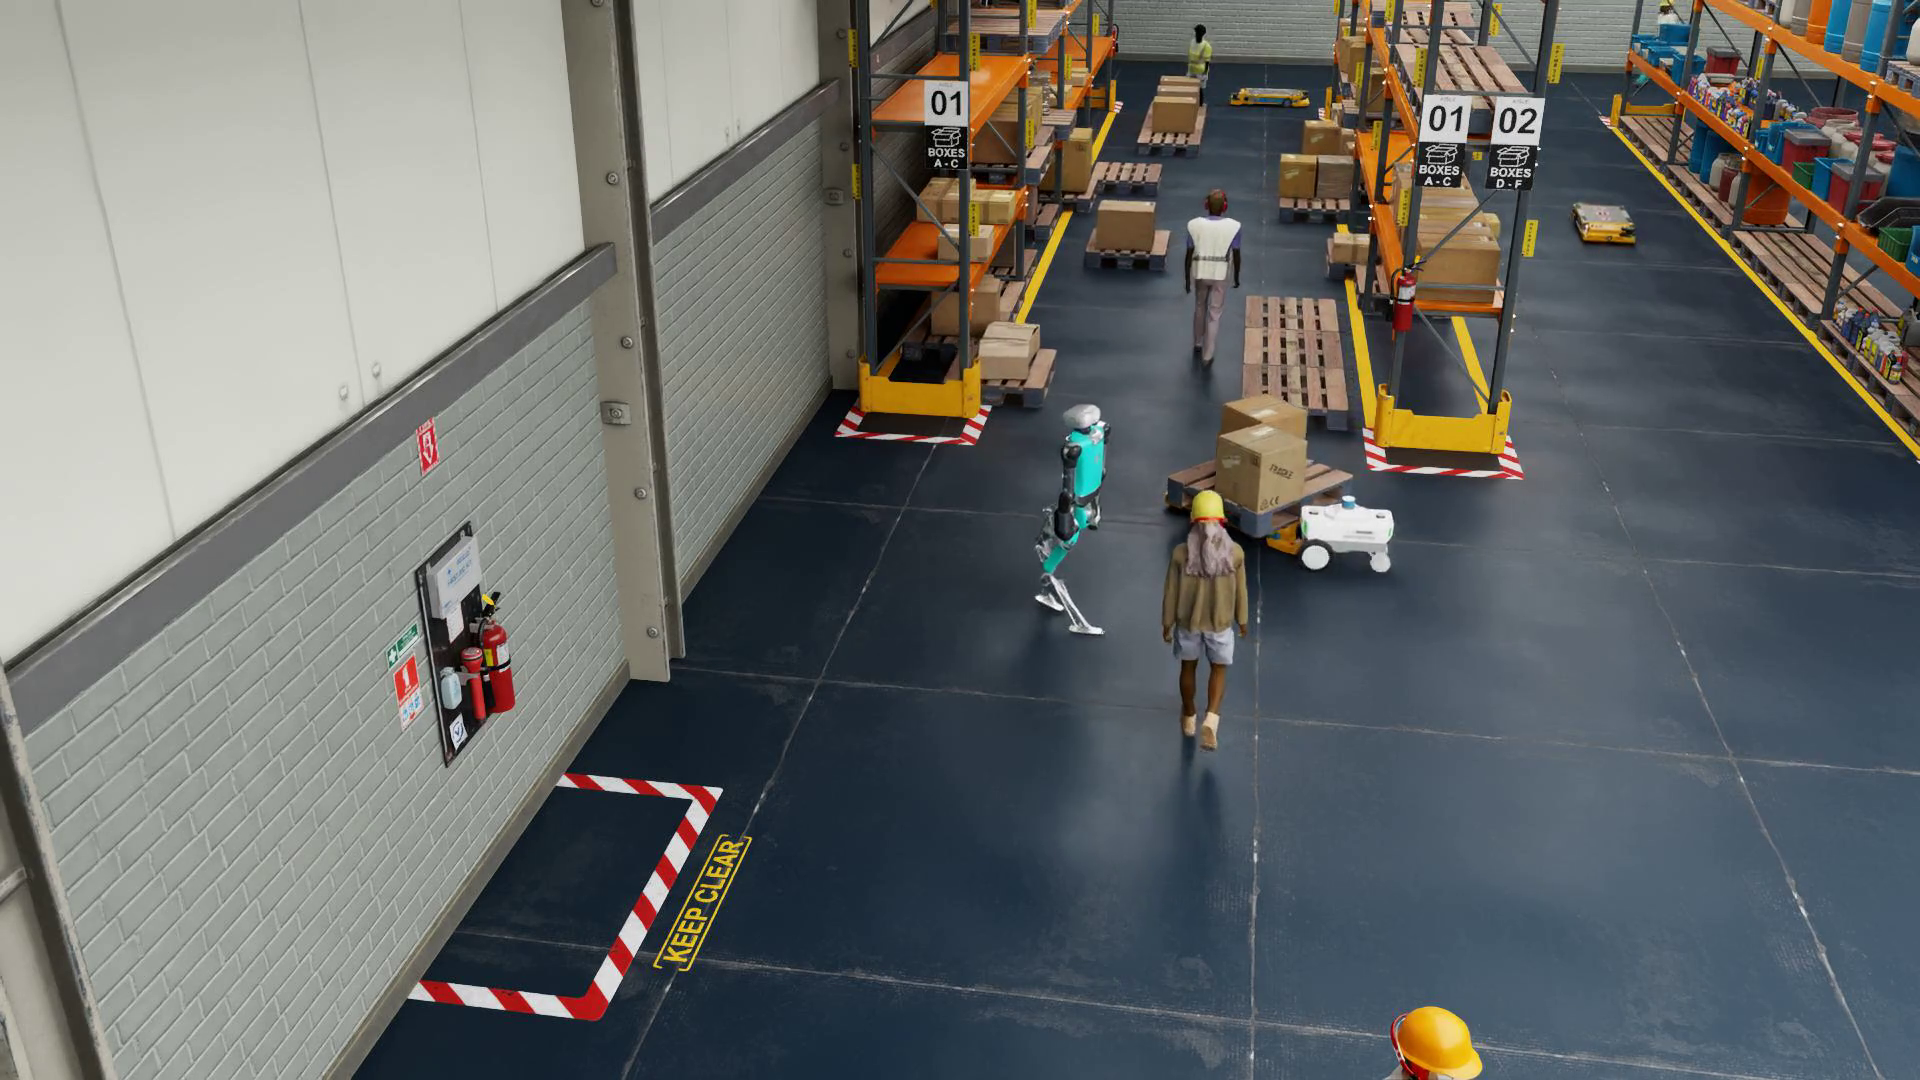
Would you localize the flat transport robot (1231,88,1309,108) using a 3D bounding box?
[{"bbox_3d":[5.779,-8.242,30.998,1.431,0.231,0.659,4,25,9],"label":"flat transport robot"}]

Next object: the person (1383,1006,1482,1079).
[{"bbox_3d":[1.631,2.487,6.131,0.569,1.890,0.376,-21,32,-38],"label":"person"}]

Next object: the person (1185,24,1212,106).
[{"bbox_3d":[4.214,-8.277,29.413,0.556,1.658,0.465,21,32,37],"label":"person"}]

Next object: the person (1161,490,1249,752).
[{"bbox_3d":[1.548,0.521,10.494,0.560,1.748,0.611,3,25,7],"label":"person"}]

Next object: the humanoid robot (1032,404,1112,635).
[{"bbox_3d":[0.692,-0.180,12.052,0.876,1.789,0.562,17,30,32],"label":"humanoid robot"}]

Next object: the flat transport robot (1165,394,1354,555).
[{"bbox_3d":[2.464,-0.258,13.910,0.659,0.231,1.431,-20,31,-36],"label":"flat transport robot"}]

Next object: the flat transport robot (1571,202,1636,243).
[{"bbox_3d":[8.725,-4.307,22.575,0.659,0.231,1.431,5,26,11],"label":"flat transport robot"}]

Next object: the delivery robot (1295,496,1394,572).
[{"bbox_3d":[3.024,-0.059,13.145,0.778,0.594,0.499,3,25,7],"label":"delivery robot"}]

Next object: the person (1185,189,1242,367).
[{"bbox_3d":[2.661,-2.780,17.478,0.561,1.816,0.793,8,26,16],"label":"person"}]

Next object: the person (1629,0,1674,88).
[{"bbox_3d":[13.603,-9.654,32.302,0.898,1.713,0.537,-4,25,-9],"label":"person"}]
